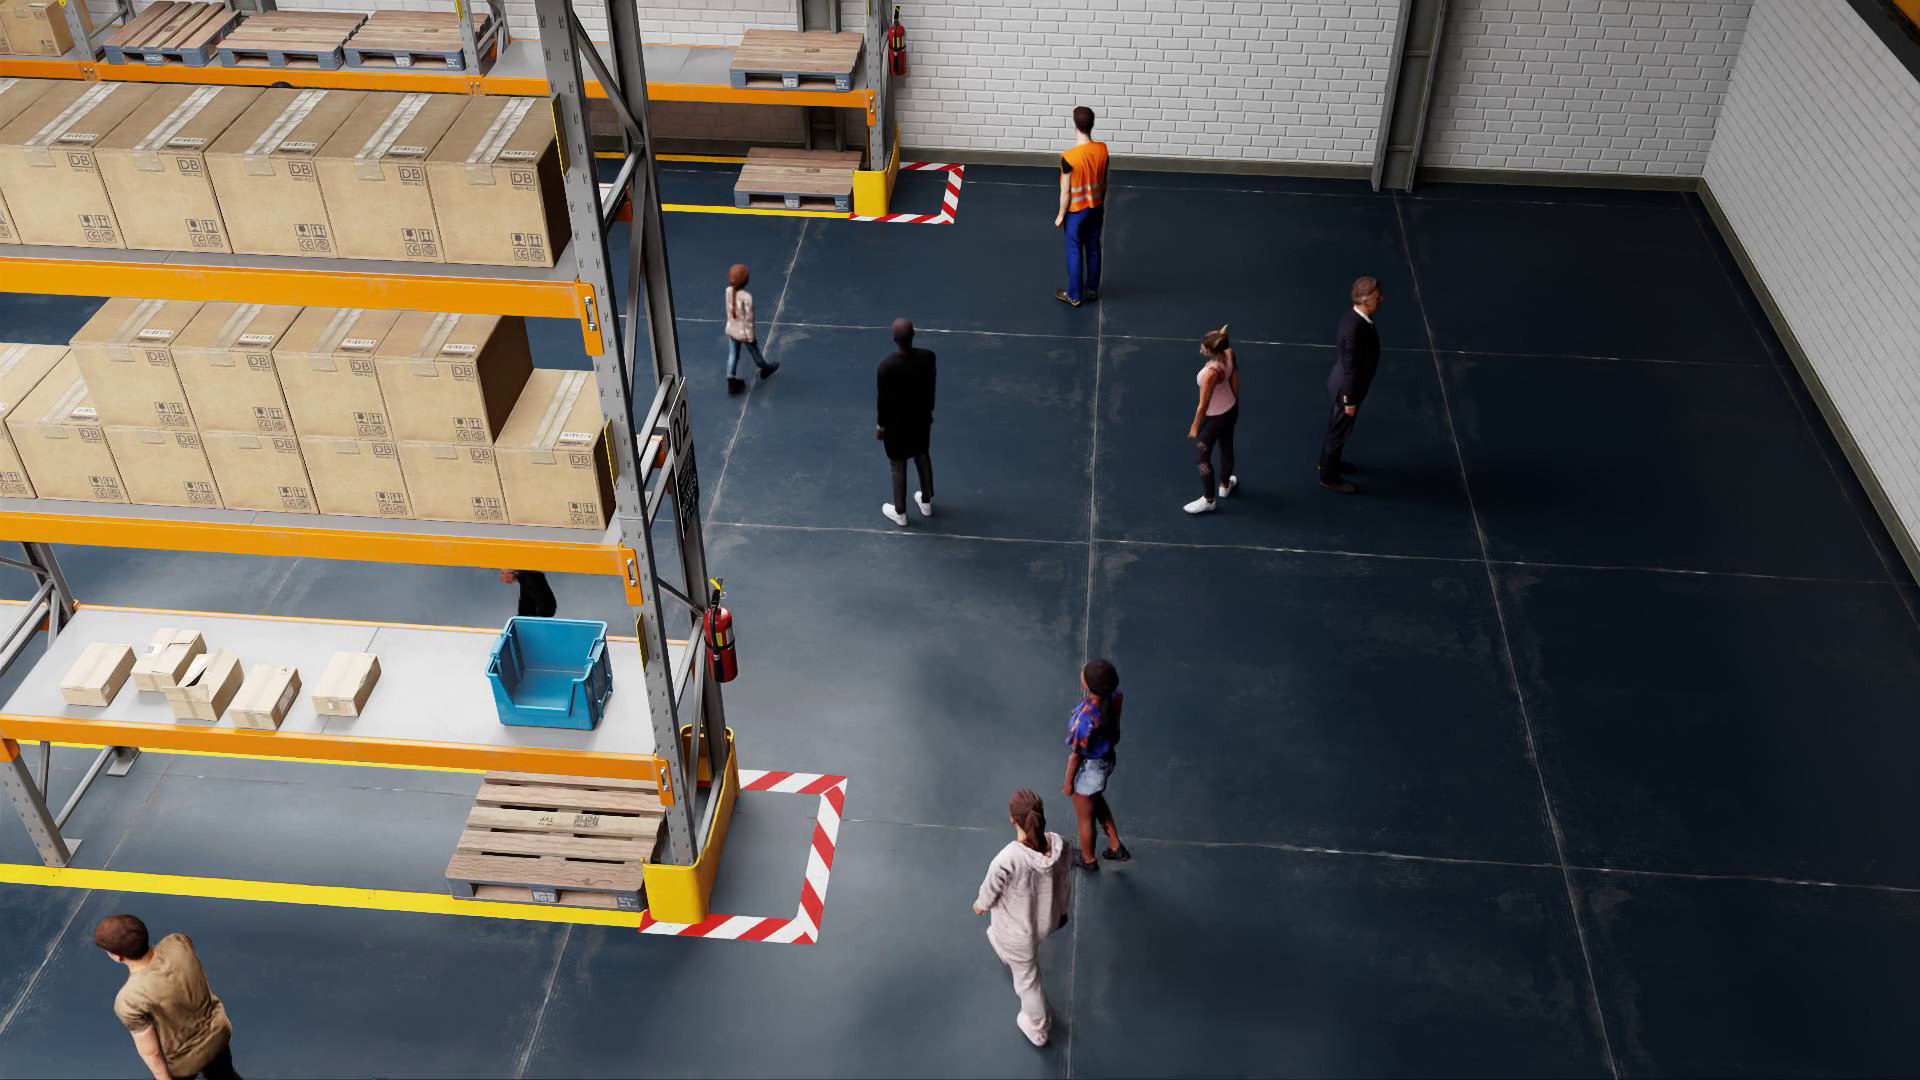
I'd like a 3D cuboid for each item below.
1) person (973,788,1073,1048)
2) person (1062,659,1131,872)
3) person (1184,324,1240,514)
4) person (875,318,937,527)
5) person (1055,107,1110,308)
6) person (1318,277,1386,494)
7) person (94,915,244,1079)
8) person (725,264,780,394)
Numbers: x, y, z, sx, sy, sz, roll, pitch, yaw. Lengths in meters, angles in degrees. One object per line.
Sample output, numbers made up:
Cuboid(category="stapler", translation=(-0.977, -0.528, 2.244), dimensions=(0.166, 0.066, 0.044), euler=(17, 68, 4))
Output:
Cuboid(category="person", translation=(0.407, 2.091, 8.891), dimensions=(1.043, 1.647, 1.050), euler=(-22, 44, -25))
Cuboid(category="person", translation=(0.850, 1.371, 9.722), dimensions=(0.827, 1.735, 0.764), euler=(24, 45, 27))
Cuboid(category="person", translation=(2.033, -0.985, 12.732), dimensions=(0.826, 1.659, 0.811), euler=(-24, 45, -27))
Cuboid(category="person", translation=(-0.396, -0.893, 12.533), dimensions=(0.688, 1.764, 0.789), euler=(-19, 43, -23))
Cuboid(category="person", translation=(1.122, -3.011, 15.093), dimensions=(0.768, 1.880, 0.854), euler=(-21, 43, -24))
Cuboid(category="person", translation=(3.023, -1.233, 12.917), dimensions=(0.616, 1.816, 0.707), euler=(7, 39, 9))
Cuboid(category="person", translation=(-3.702, 2.508, 8.224), dimensions=(0.791, 1.827, 0.744), euler=(11, 40, 13))
Cuboid(category="person", translation=(-1.895, -1.775, 14.112), dimensions=(0.781, 1.172, 0.777), euler=(25, 45, 28))
